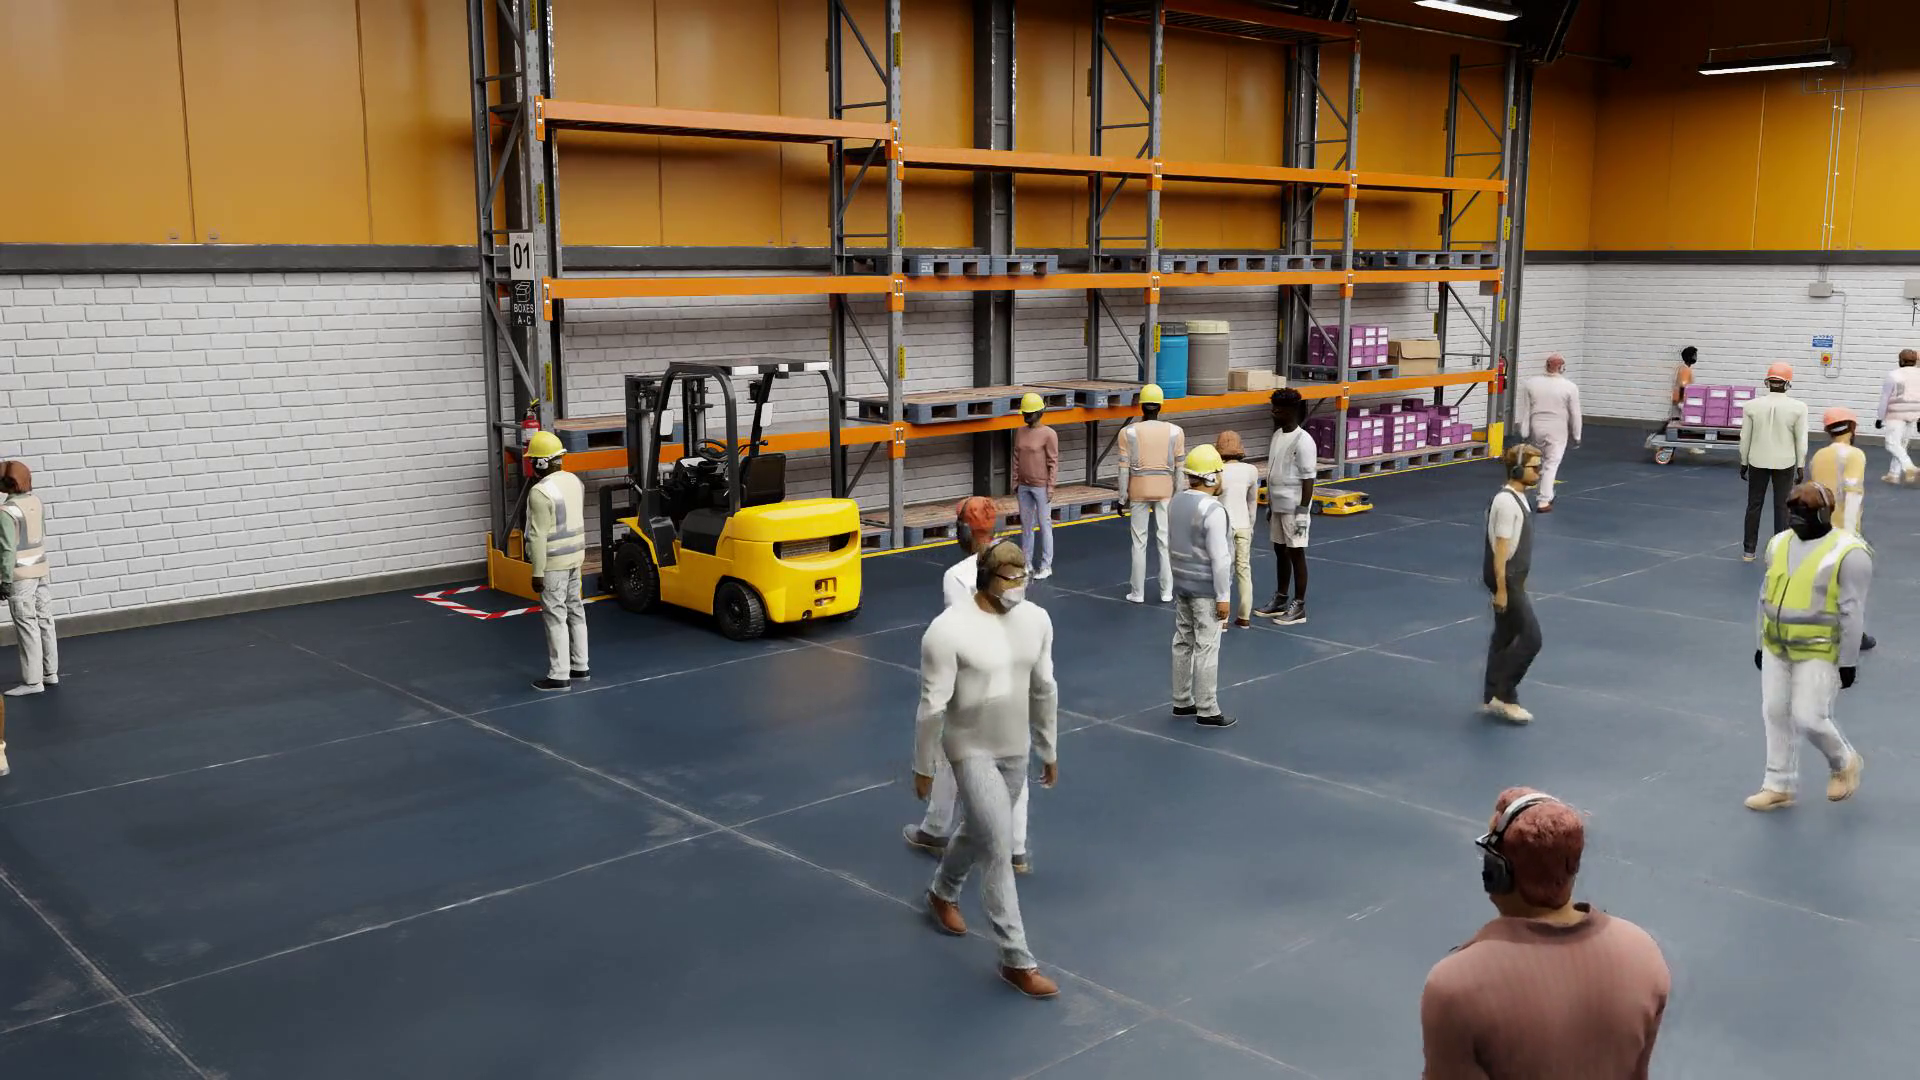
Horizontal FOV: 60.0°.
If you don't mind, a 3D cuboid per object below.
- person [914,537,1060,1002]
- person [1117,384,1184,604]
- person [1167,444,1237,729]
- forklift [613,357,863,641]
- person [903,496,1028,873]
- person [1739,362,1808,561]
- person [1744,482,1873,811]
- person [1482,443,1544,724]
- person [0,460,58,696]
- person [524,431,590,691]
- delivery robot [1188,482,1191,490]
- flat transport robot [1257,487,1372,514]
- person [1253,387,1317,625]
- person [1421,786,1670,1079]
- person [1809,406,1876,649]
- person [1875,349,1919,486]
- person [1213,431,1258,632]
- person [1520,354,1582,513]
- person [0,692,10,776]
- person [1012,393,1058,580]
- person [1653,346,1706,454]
[{"bbox_3d":[0.116,0.903,7.117,0.638,1.889,1.042,-8,12,-38],"label":"person"},{"bbox_3d":[1.655,-0.397,14.536,0.590,1.926,0.388,-1,10,-4],"label":"person"},{"bbox_3d":[1.569,0.297,10.735,0.403,1.837,0.591,-5,11,-25],"label":"person"},{"bbox_3d":[-1.847,-0.414,13.852,1.214,2.155,2.313,-9,13,-42],"label":"forklift"},{"bbox_3d":[0.052,0.699,8.330,0.576,1.849,0.841,-9,13,-42],"label":"person"},{"bbox_3d":[8.038,-0.758,16.452,0.614,1.994,0.381,7,12,35],"label":"person"},{"bbox_3d":[4.627,0.588,9.067,0.537,1.823,0.642,-4,10,-21],"label":"person"},{"bbox_3d":[3.642,0.292,10.776,0.486,1.831,0.546,4,11,24],"label":"person"},{"bbox_3d":[-6.490,0.259,11.535,0.308,1.642,0.510,-1,10,-3],"label":"person"},{"bbox_3d":[-2.844,0.146,11.678,0.404,1.823,0.591,3,10,15],"label":"person"},{"bbox_3d":[3.006,-0.562,19.239,0.707,0.478,0.477,0,10,1],"label":"delivery robot"},{"bbox_3d":[4.152,-0.500,19.978,1.431,0.197,0.652,8,13,40],"label":"flat transport robot"},{"bbox_3d":[2.715,-0.284,13.771,0.373,1.962,0.607,-3,10,-15],"label":"person"},{"bbox_3d":[1.300,1.479,3.758,0.649,1.869,0.981,-3,10,-16],"label":"person"},{"bbox_3d":[6.812,-0.086,12.865,0.649,1.871,0.634,-3,10,-15],"label":"person"},{"bbox_3d":[12.503,-1.618,21.999,0.624,1.821,0.787,-1,10,-8],"label":"person"},{"bbox_3d":[2.182,-0.072,13.492,0.499,1.632,0.285,-4,10,-22],"label":"person"},{"bbox_3d":[7.116,-1.280,19.890,0.671,1.863,0.958,9,13,43],"label":"person"},{"bbox_3d":[-5.747,0.418,9.458,0.404,2.033,0.608,0,10,2],"label":"person"},{"bbox_3d":[0.688,-0.506,15.672,0.524,1.760,0.327,10,14,44],"label":"person"},{"bbox_3d":[11.063,-2.156,25.596,0.790,1.664,0.533,3,10,18],"label":"person"}]
